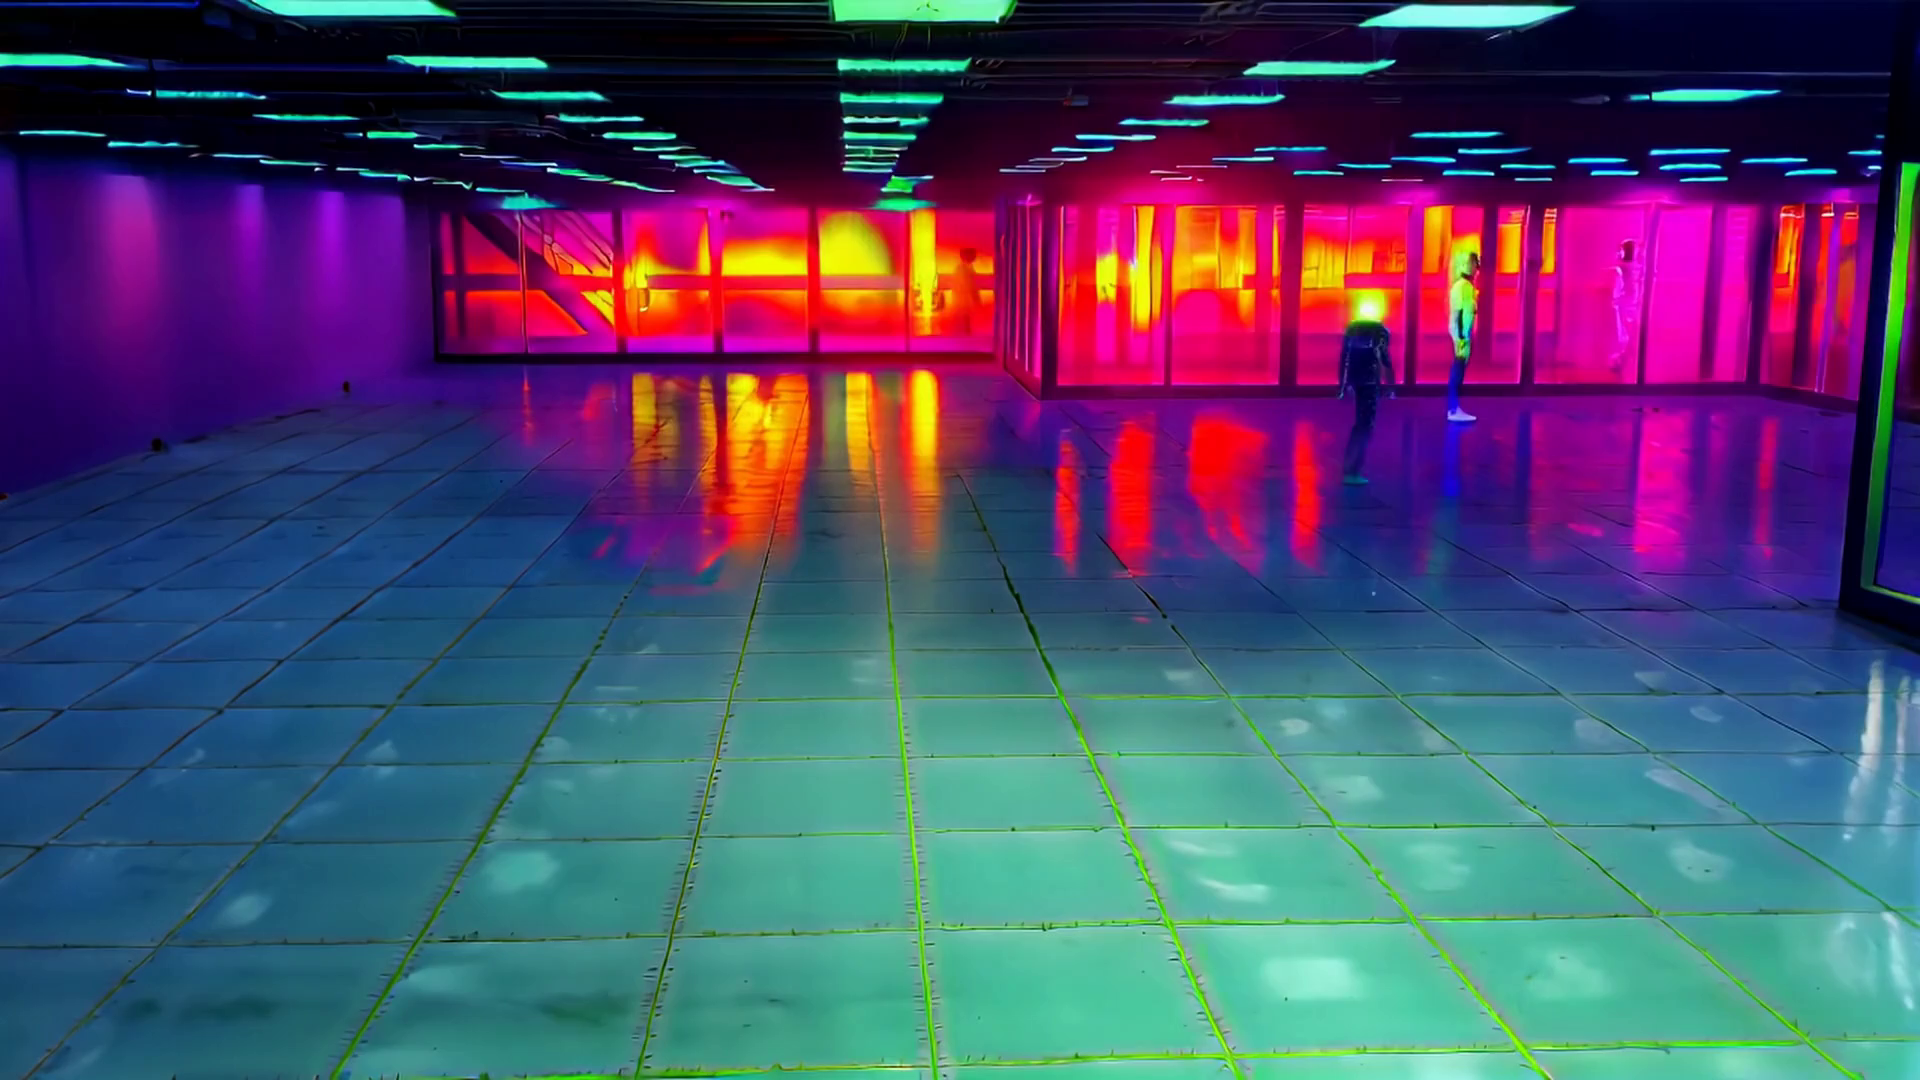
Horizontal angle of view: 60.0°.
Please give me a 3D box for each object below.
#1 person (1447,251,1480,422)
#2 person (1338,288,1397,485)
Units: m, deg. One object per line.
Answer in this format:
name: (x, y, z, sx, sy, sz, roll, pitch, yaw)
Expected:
person: (5.567, -2.238, 18.350, 0.328, 1.876, 0.513, 4, 11, 20)
person: (3.391, -1.267, 13.794, 0.545, 1.619, 0.508, -5, 12, -24)
